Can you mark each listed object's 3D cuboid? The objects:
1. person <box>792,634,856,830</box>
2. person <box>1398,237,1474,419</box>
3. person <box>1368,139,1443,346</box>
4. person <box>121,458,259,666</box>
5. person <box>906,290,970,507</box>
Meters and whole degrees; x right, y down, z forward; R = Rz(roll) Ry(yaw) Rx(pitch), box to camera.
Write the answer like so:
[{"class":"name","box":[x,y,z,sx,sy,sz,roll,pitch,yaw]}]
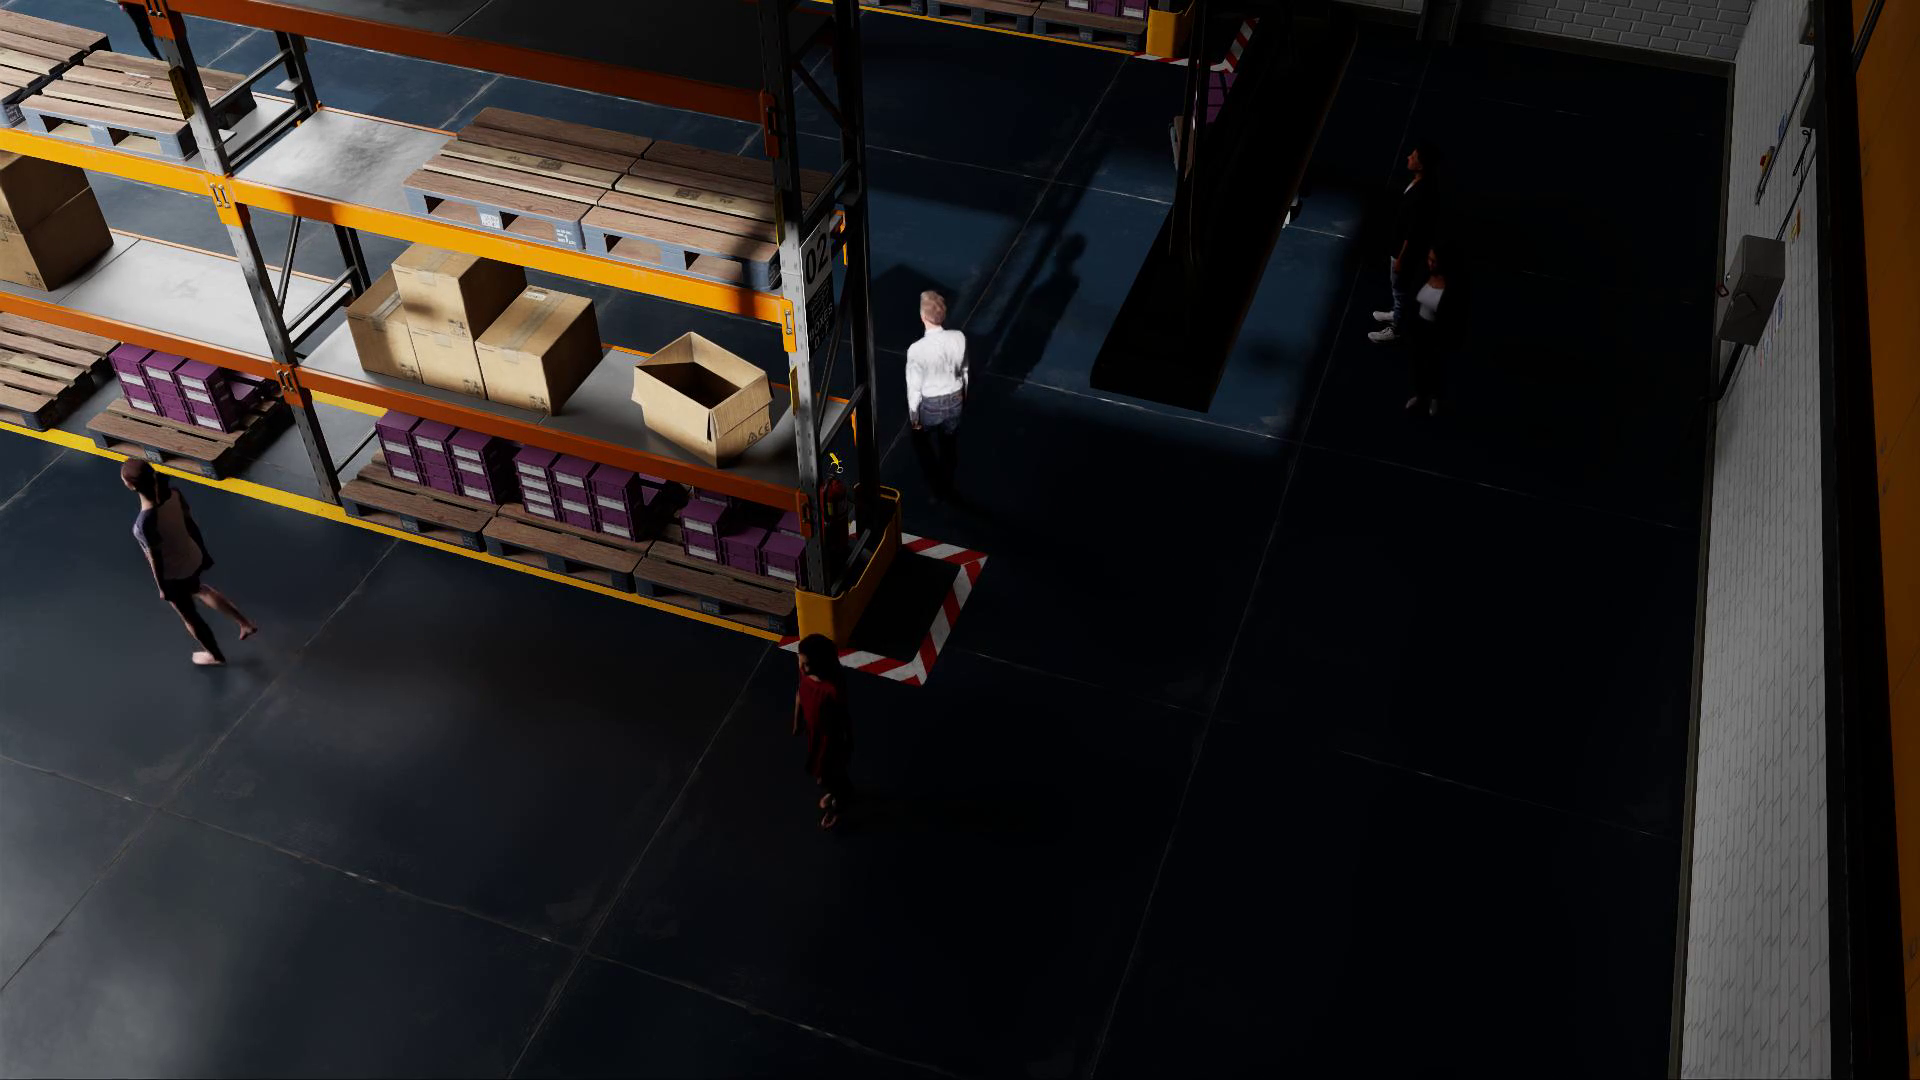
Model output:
[{"class":"person","box":[-0.735,1.073,9.943,0.686,1.538,0.739,34,53,30]},{"class":"person","box":[3.678,-1.673,12.783,0.693,1.598,0.799,30,51,28]},{"class":"person","box":[3.631,-2.398,13.388,0.582,1.813,0.686,16,46,16]},{"class":"person","box":[-4.958,0.178,10.725,0.740,1.756,0.633,6,44,6]},{"class":"person","box":[-0.112,-0.932,11.854,0.882,1.806,0.941,-17,46,-17]}]
